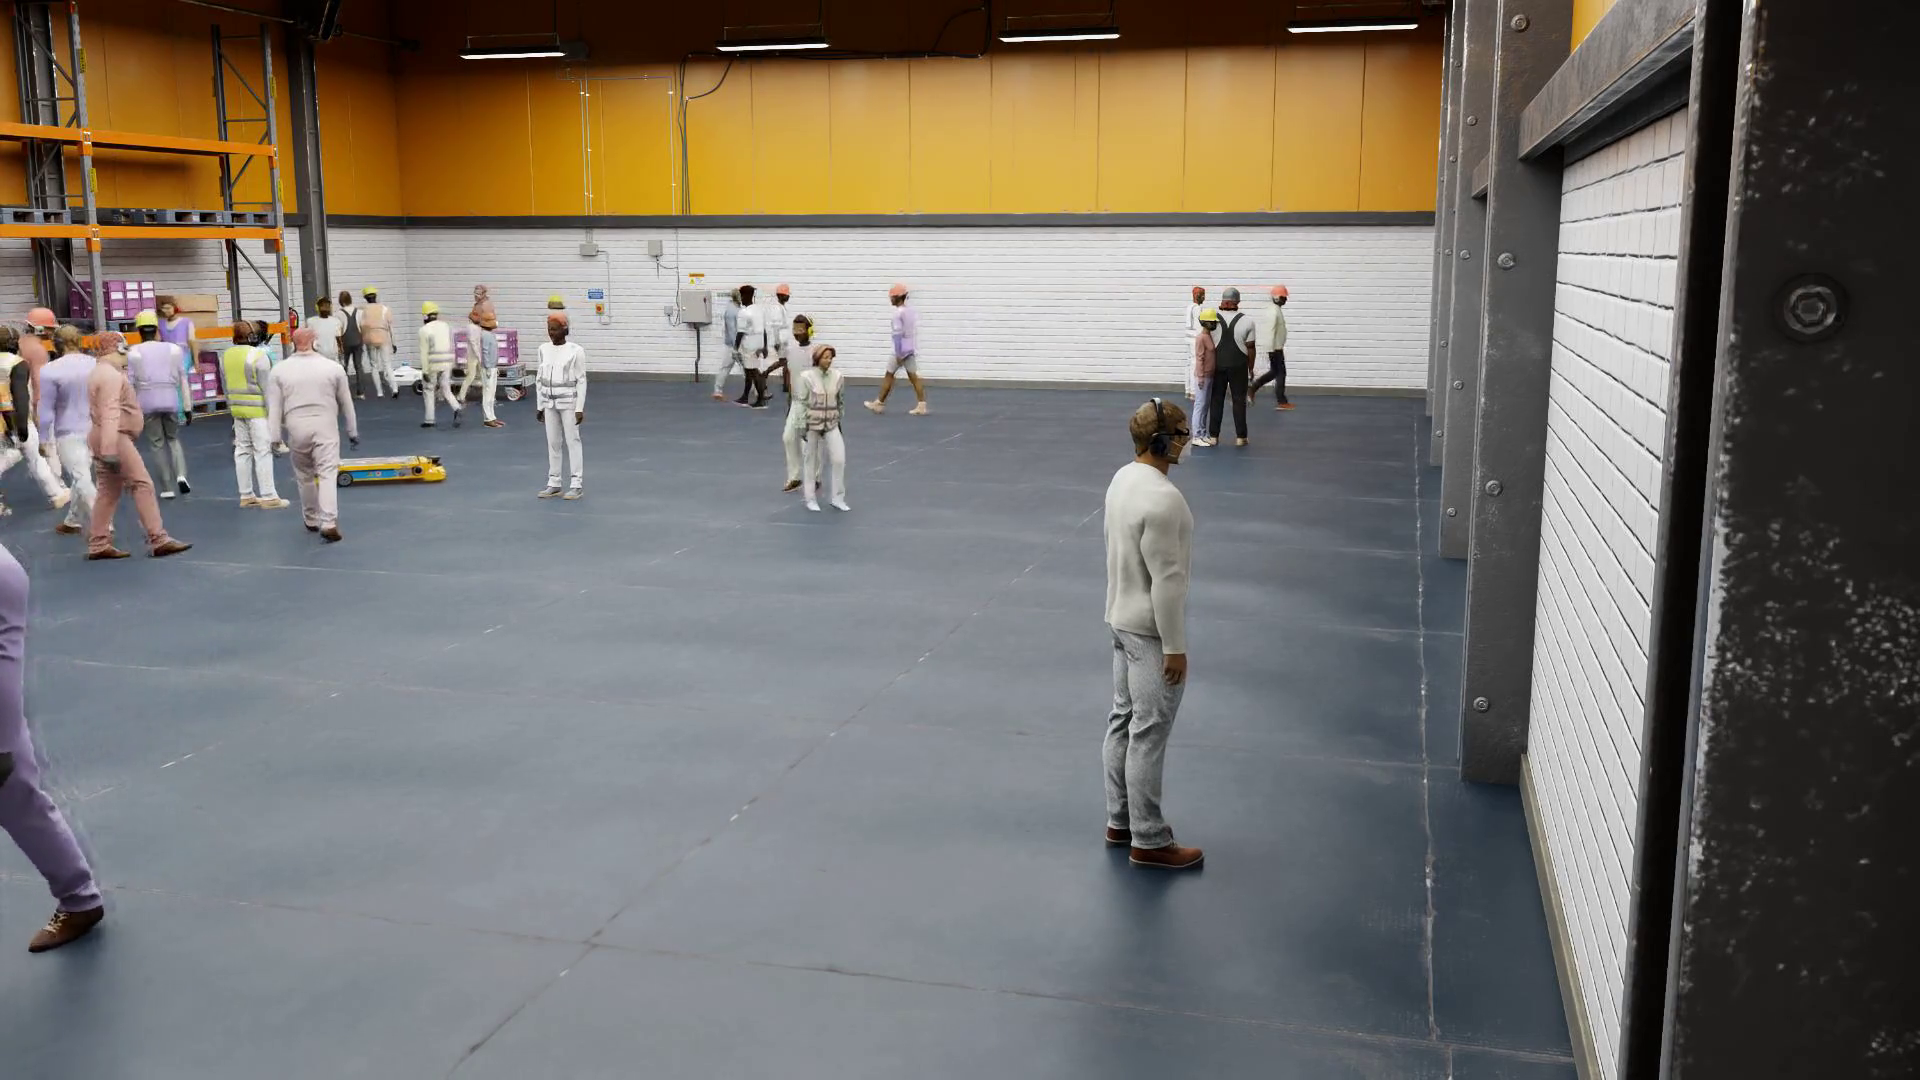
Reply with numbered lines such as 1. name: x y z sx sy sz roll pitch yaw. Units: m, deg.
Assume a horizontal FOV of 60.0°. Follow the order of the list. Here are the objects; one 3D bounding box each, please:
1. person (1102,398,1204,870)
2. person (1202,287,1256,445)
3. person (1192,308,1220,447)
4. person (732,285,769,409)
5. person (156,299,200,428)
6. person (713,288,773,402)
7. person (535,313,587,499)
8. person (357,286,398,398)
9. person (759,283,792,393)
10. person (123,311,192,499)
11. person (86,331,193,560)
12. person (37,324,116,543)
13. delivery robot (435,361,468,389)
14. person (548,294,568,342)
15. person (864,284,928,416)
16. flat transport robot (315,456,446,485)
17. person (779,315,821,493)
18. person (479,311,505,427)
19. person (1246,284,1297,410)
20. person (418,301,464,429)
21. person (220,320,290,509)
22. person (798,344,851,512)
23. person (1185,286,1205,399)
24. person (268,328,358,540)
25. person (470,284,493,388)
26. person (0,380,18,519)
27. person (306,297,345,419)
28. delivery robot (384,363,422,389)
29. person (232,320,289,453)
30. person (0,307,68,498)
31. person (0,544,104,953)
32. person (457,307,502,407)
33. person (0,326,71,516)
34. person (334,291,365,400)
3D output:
1. person: 0.787 0.382 6.876 0.371 1.940 0.627 -2 10 -13
2. person: 3.474 -2.245 21.463 0.688 2.000 0.536 3 10 15
3. person: 3.168 -2.086 21.343 0.310 1.768 0.533 5 11 26
4. person: -3.388 -3.037 26.197 0.849 1.938 0.619 5 11 27
5. person: -11.089 -2.474 23.400 0.591 1.809 0.851 2 10 13
6. person: -3.605 -3.163 27.132 1.050 1.884 0.646 3 11 19
7. person: -4.047 -1.350 16.845 0.576 1.882 0.355 4 11 22
8. person: -9.830 -3.317 28.010 0.631 1.885 0.583 -5 11 -25
9. person: -3.179 -3.502 28.941 0.665 1.922 0.553 1 10 5
10. person: -8.112 -1.353 16.789 0.606 1.900 0.440 -9 13 -41
11. person: -6.773 -0.772 13.626 0.876 1.862 0.685 -7 12 -33
12. person: -7.663 -0.921 14.409 0.930 1.898 0.645 4 11 23
13. delivery robot: -8.856 -2.862 28.896 0.477 0.478 0.707 10 14 44
14. person: -7.102 -3.436 29.184 0.612 1.692 0.502 6 12 30
15. person: -0.938 -2.873 25.166 1.048 1.986 0.613 5 11 27
16. flat transport robot: -6.368 -0.762 18.075 1.431 0.197 0.652 -4 11 -22
17. person: -1.655 -1.396 17.191 0.565 1.847 0.673 5 11 28
18. person: -6.665 -2.429 23.647 0.279 1.636 0.500 0 10 -3
19. person: 4.888 -3.027 26.109 0.782 1.970 0.621 2 10 13
20. person: -7.262 -2.426 23.148 0.689 1.805 0.584 7 12 36
21. person: -6.877 -1.213 16.219 0.632 1.849 0.429 5 11 25
22. person: -1.309 -1.056 15.937 0.536 1.620 0.605 -6 12 -29
23. person: 3.951 -3.294 27.842 0.355 1.887 0.574 -2 10 -9
24. person: -5.677 -0.933 14.612 0.696 1.845 1.029 -3 11 -18
25. person: -8.595 -3.663 29.947 0.477 1.874 0.711 -4 11 -19
26. person: -8.943 -0.950 15.211 0.551 1.637 0.846 -2 10 -12
27. person: -9.529 -2.737 24.932 0.532 1.816 1.006 -8 13 -38
28. delivery robot: -9.525 -2.807 28.584 0.707 0.478 0.477 -3 10 -18
29. person: -8.545 -1.842 20.242 0.532 1.661 0.793 4 11 19
30. person: -9.300 -1.326 16.530 0.836 1.959 0.627 -9 13 -40
31. person: -3.471 0.623 5.755 0.659 1.860 0.980 4 11 22
32. person: -7.735 -2.910 26.501 0.742 1.597 0.512 2 10 12
33. person: -8.999 -1.134 15.868 0.652 1.792 0.955 4 11 20
34. person: -10.177 -3.232 27.709 0.524 1.811 0.763 -9 13 -40
